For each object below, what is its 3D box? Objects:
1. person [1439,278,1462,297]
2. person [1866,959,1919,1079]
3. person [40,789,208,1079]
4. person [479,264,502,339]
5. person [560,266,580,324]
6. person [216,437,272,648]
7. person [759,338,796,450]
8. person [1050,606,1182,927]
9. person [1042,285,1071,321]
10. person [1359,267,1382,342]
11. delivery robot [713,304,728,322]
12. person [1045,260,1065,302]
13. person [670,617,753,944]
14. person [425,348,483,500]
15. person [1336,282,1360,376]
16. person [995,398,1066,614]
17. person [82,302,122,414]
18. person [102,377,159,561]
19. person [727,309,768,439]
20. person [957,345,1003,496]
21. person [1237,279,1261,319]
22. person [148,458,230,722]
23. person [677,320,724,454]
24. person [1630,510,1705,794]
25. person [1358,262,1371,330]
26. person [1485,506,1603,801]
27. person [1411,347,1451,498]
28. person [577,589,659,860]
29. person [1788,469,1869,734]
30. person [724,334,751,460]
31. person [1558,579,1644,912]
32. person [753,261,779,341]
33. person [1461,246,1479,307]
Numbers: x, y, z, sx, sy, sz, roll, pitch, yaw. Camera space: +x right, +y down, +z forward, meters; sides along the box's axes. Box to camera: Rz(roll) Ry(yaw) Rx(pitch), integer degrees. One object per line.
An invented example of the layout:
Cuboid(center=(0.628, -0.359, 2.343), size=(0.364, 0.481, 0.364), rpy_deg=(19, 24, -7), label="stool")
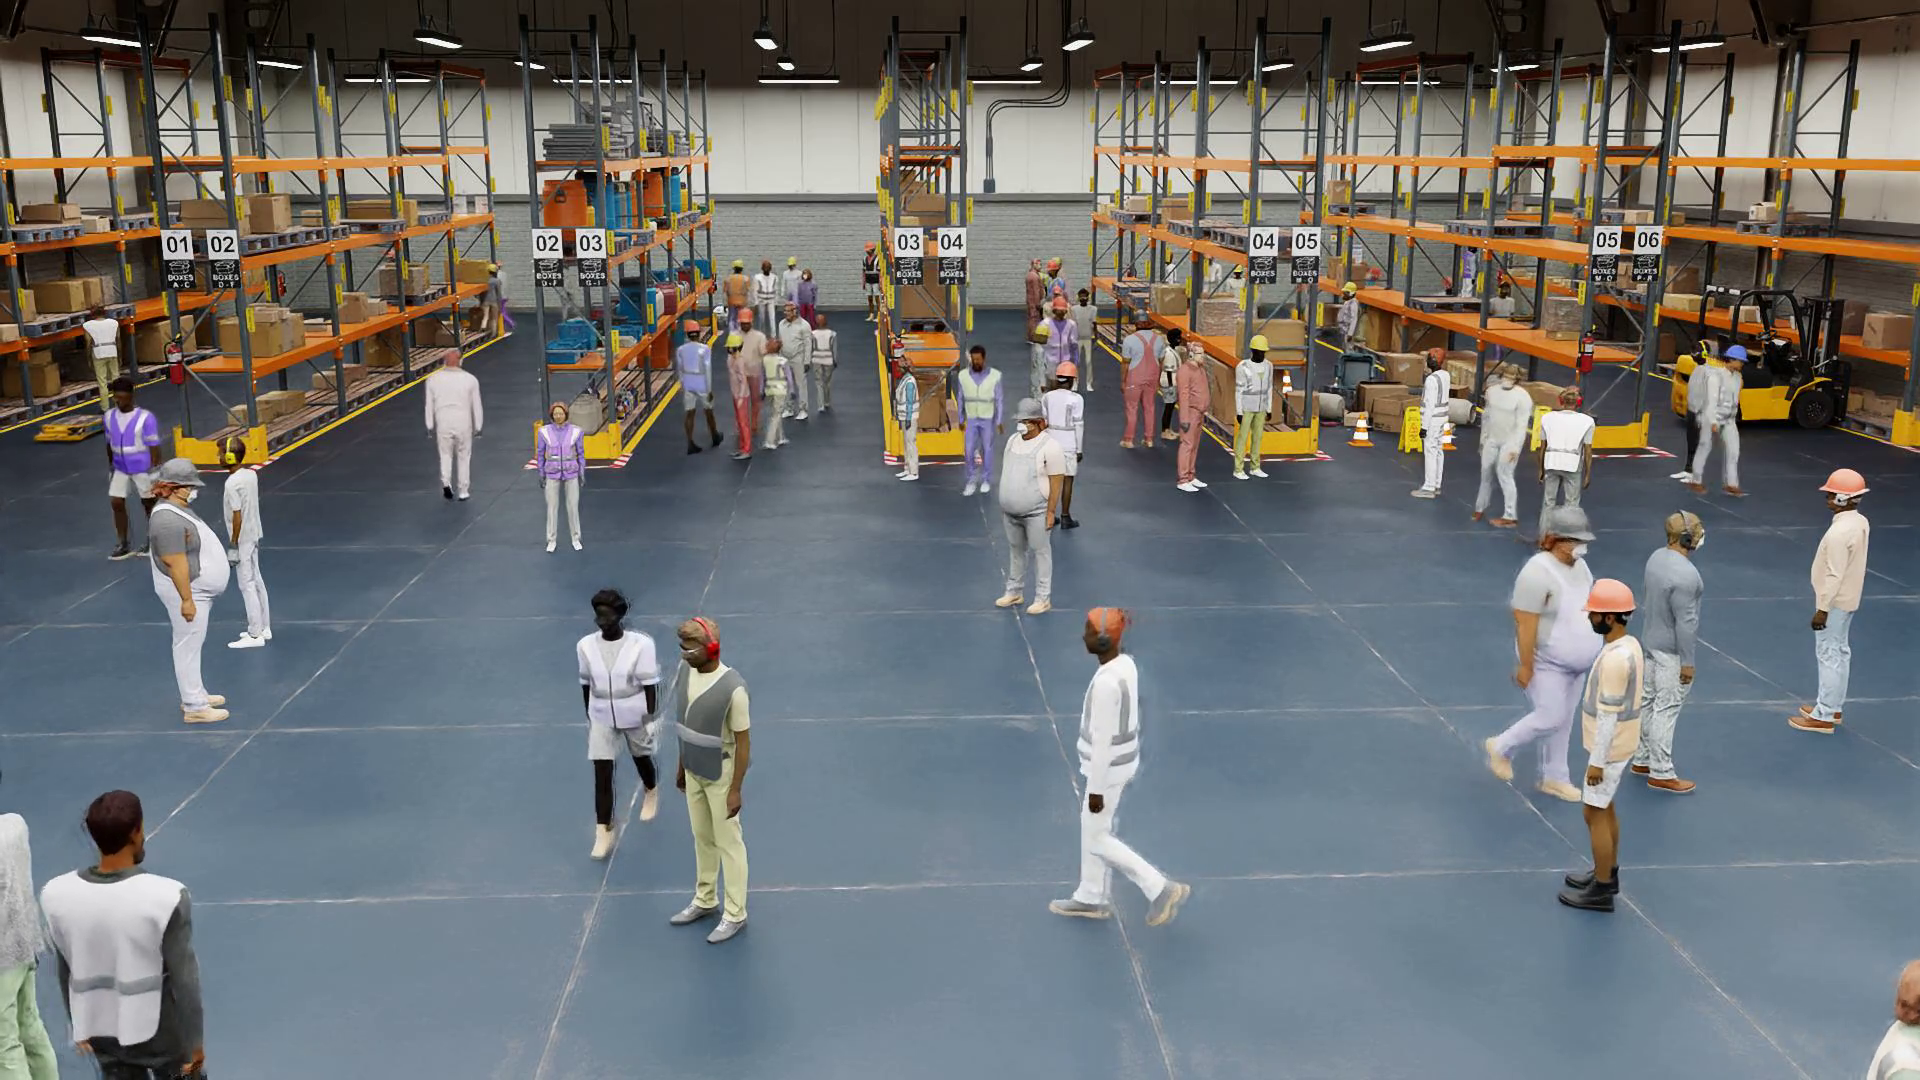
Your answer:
Cuboid(center=(10.059, -4.571, 34.340), size=(0.560, 1.712, 0.864), rpy_deg=(-3, 14, -11), label="person")
Cuboid(center=(3.269, 2.215, 5.758), size=(0.492, 1.626, 0.560), rpy_deg=(9, 16, 34), label="person")
Cuboid(center=(-3.245, 1.902, 6.514), size=(0.601, 1.899, 0.471), rpy_deg=(1, 13, 3), label="person")
Cuboid(center=(-10.692, -5.411, 37.855), size=(0.534, 1.731, 0.599), rpy_deg=(0, 13, 2), label="person")
Cuboid(center=(-9.568, -6.103, 40.808), size=(0.423, 1.725, 0.534), rpy_deg=(8, 15, 29), label="person")
Cuboid(center=(-6.292, 0.018, 14.567), size=(0.328, 1.868, 0.514), rpy_deg=(-1, 13, -4), label="person")
Cuboid(center=(-2.684, -2.121, 24.231), size=(0.522, 1.618, 0.755), rpy_deg=(9, 16, 32), label="person")
Cuboid(center=(0.869, 1.274, 9.248), size=(0.672, 1.867, 0.591), rpy_deg=(4, 14, 15), label="person")
Cuboid(center=(1.865, -4.032, 31.999), size=(0.578, 1.739, 0.392), rpy_deg=(1, 13, 3), label="person")
Cuboid(center=(9.251, -5.226, 37.103), size=(0.693, 1.708, 0.593), rpy_deg=(3, 14, 10), label="person")
Cuboid(center=(-5.880, -5.549, 40.760), size=(0.477, 0.478, 0.707), rpy_deg=(0, 13, -2), label="delivery robot")
Cuboid(center=(1.950, -4.791, 34.597), size=(0.418, 2.034, 0.604), rpy_deg=(-7, 15, -27), label="person")
Cuboid(center=(-1.359, 1.301, 9.190), size=(0.387, 1.838, 0.563), rpy_deg=(-13, 18, -43), label="person")
Cuboid(center=(-6.270, -1.431, 20.652), size=(0.691, 1.884, 0.430), rpy_deg=(-2, 13, -8), label="person")
Cuboid(center=(7.337, -3.961, 31.484), size=(0.404, 1.837, 0.592), rpy_deg=(0, 13, 0), label="person")
Cuboid(center=(0.621, -0.326, 15.649), size=(0.678, 2.000, 0.537), rpy_deg=(12, 18, 42), label="person")
Cuboid(center=(-14.033, -2.974, 27.282), size=(0.396, 1.847, 0.565), rpy_deg=(12, 18, 41), label="person")
Cuboid(center=(-8.810, -0.734, 17.577), size=(0.634, 1.940, 0.789), rpy_deg=(1, 13, 4), label="person")
Cuboid(center=(-3.203, -2.492, 25.027), size=(0.635, 1.939, 1.003), rpy_deg=(0, 13, 0), label="person")
Cuboid(center=(0.248, -1.498, 20.928), size=(0.617, 1.887, 0.791), rpy_deg=(2, 13, 9), label="person")
Cuboid(center=(5.764, -4.349, 33.199), size=(0.531, 1.815, 1.013), rpy_deg=(-2, 13, -8), label="person")
Cuboid(center=(-5.873, 0.362, 12.734), size=(0.538, 2.000, 0.681), rpy_deg=(-6, 15, -25), label="person")
Cuboid(center=(-3.758, -2.227, 24.038), size=(0.563, 1.882, 0.975), rpy_deg=(4, 14, 16), label="person")
Cuboid(center=(4.835, 0.749, 11.315), size=(0.372, 1.940, 0.631), rpy_deg=(0, 13, 0), label="person")
Cuboid(center=(9.680, -5.866, 39.989), size=(0.507, 1.631, 0.266), rpy_deg=(-10, 16, -35), label="person")
Cuboid(center=(3.969, 0.745, 11.110), size=(0.704, 2.000, 0.628), rpy_deg=(-11, 17, -39), label="person")
Cuboid(center=(5.921, -1.471, 20.835), size=(0.356, 1.885, 0.574), rpy_deg=(9, 16, 34), label="person")
Cuboid(center=(-2.126, 1.086, 10.480), size=(0.528, 1.660, 0.842), rpy_deg=(1, 13, 4), label="person")
Cuboid(center=(6.541, 0.451, 12.453), size=(0.381, 1.994, 0.622), rpy_deg=(11, 17, 40), label="person")
Cuboid(center=(-3.117, -2.006, 23.361), size=(0.329, 1.765, 0.526), rpy_deg=(-4, 14, -16), label="person")
Cuboid(center=(3.701, 1.168, 9.581), size=(0.390, 1.923, 0.549), rpy_deg=(7, 15, 27), label="person")
Cuboid(center=(-4.366, -5.357, 37.405), size=(0.582, 1.847, 0.966), rpy_deg=(-3, 14, -13), label="person")
Cuboid(center=(13.595, -6.999, 44.346), size=(0.430, 1.845, 0.624), rpy_deg=(-1, 13, -6), label="person")
